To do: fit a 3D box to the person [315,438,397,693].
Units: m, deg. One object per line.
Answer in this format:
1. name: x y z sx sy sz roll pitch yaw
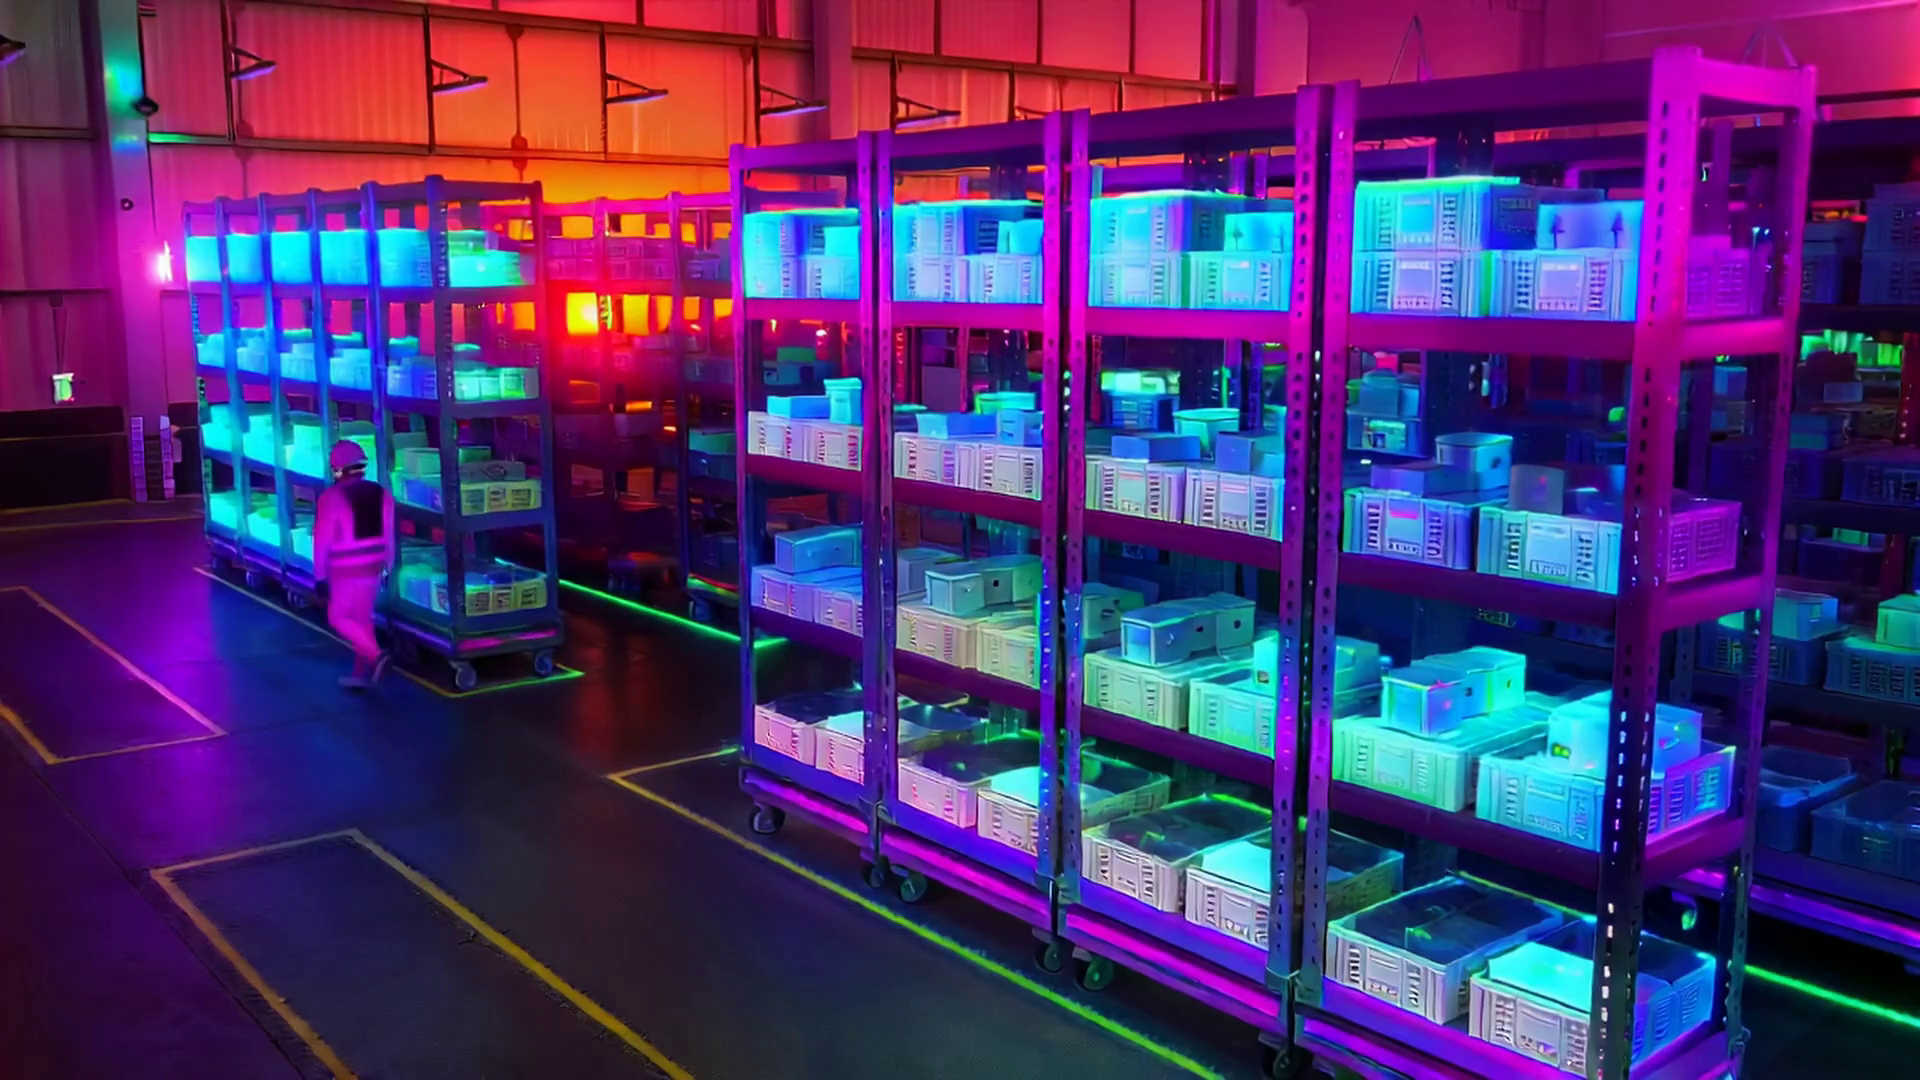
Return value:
1. person: -4.177 0.196 11.600 0.614 1.818 0.607 6 11 32
